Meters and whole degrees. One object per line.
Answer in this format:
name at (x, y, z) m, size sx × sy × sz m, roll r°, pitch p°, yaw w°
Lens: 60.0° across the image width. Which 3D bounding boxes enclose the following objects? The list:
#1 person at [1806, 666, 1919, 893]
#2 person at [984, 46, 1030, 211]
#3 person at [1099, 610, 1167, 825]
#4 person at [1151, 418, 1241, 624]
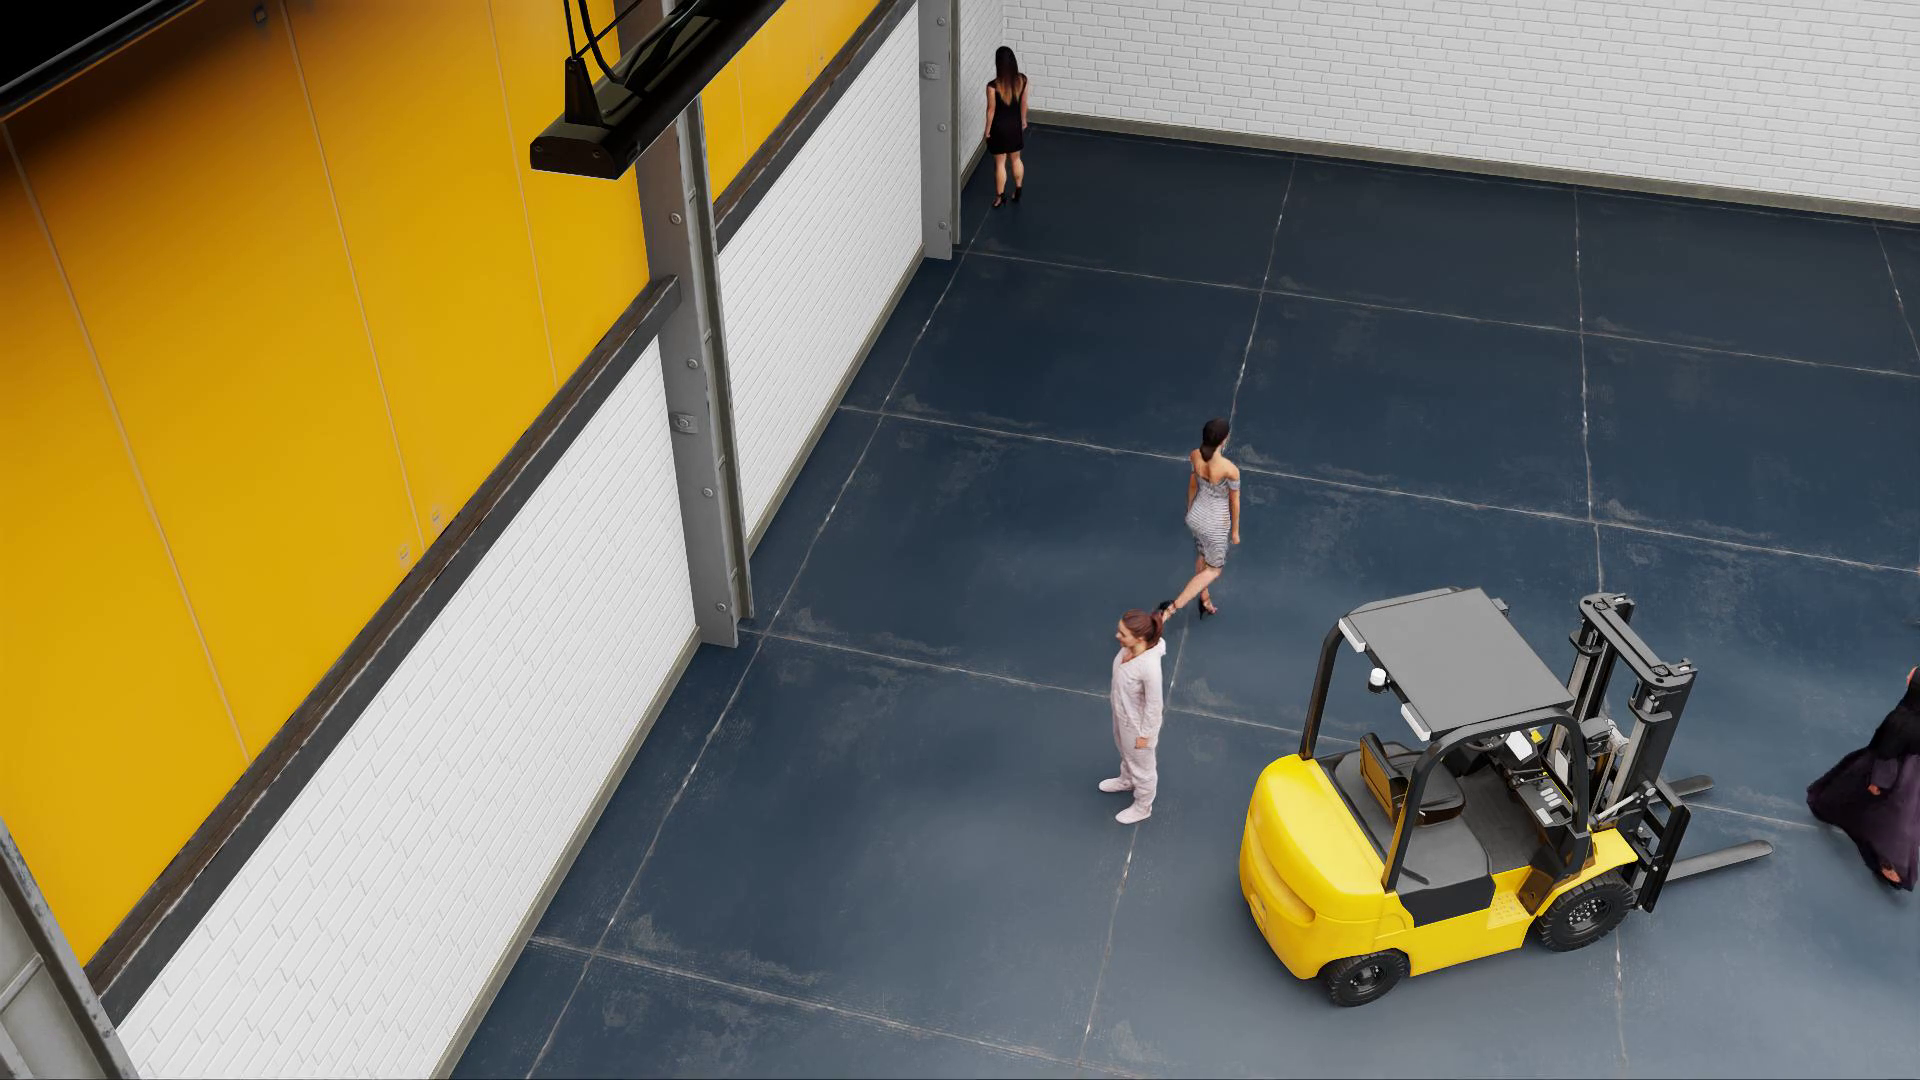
person at (5.769, 1.434, 10.144) m, size 0.952 × 1.599 × 1.228 m, roll -8°, pitch 39°, yaw -9°
person at (0.478, -4.243, 17.160) m, size 0.758 × 1.715 × 0.820 m, roll -20°, pitch 43°, yaw -23°
person at (1.133, 1.085, 10.507) m, size 0.783 × 1.691 × 0.673 m, roll -10°, pitch 40°, yaw -12°
person at (1.718, -0.047, 11.834) m, size 1.045 × 1.804 × 0.933 m, roll -26°, pitch 46°, yaw -29°
